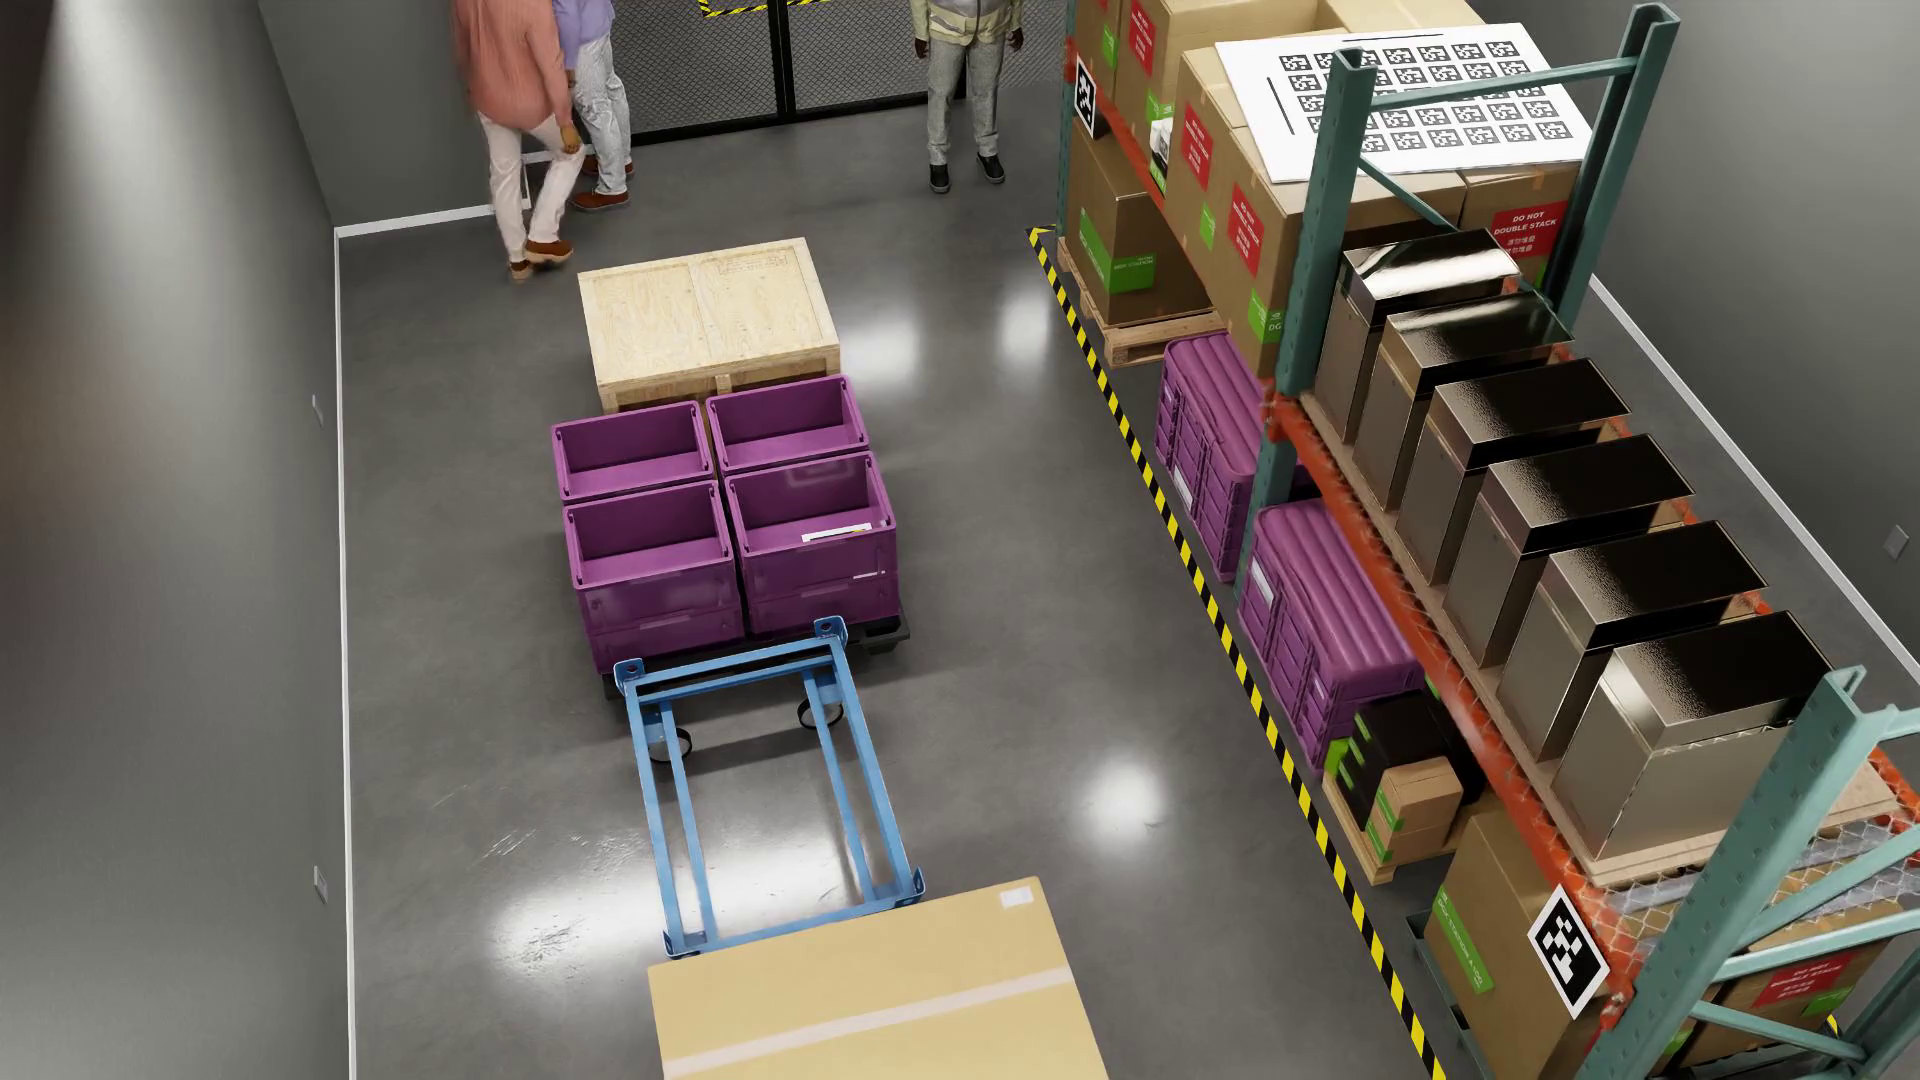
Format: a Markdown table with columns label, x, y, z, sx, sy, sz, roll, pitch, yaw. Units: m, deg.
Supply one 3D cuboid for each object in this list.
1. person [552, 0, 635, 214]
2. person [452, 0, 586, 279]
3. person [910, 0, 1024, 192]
| label | x | y | z | sx | sy | sz | roll | pitch | yaw |
| --- | --- | --- | --- | --- | --- | --- | --- | --- | --- |
| person | -1.888 | -2.504 | 8.186 | 0.379 | 1.940 | 0.629 | 3 | 47 | 2 |
| person | -2.060 | -2.079 | 7.779 | 0.727 | 1.960 | 0.497 | 22 | 51 | 19 |
| person | 0.045 | -2.600 | 8.344 | 0.588 | 1.835 | 0.403 | -11 | 48 | -10 |
